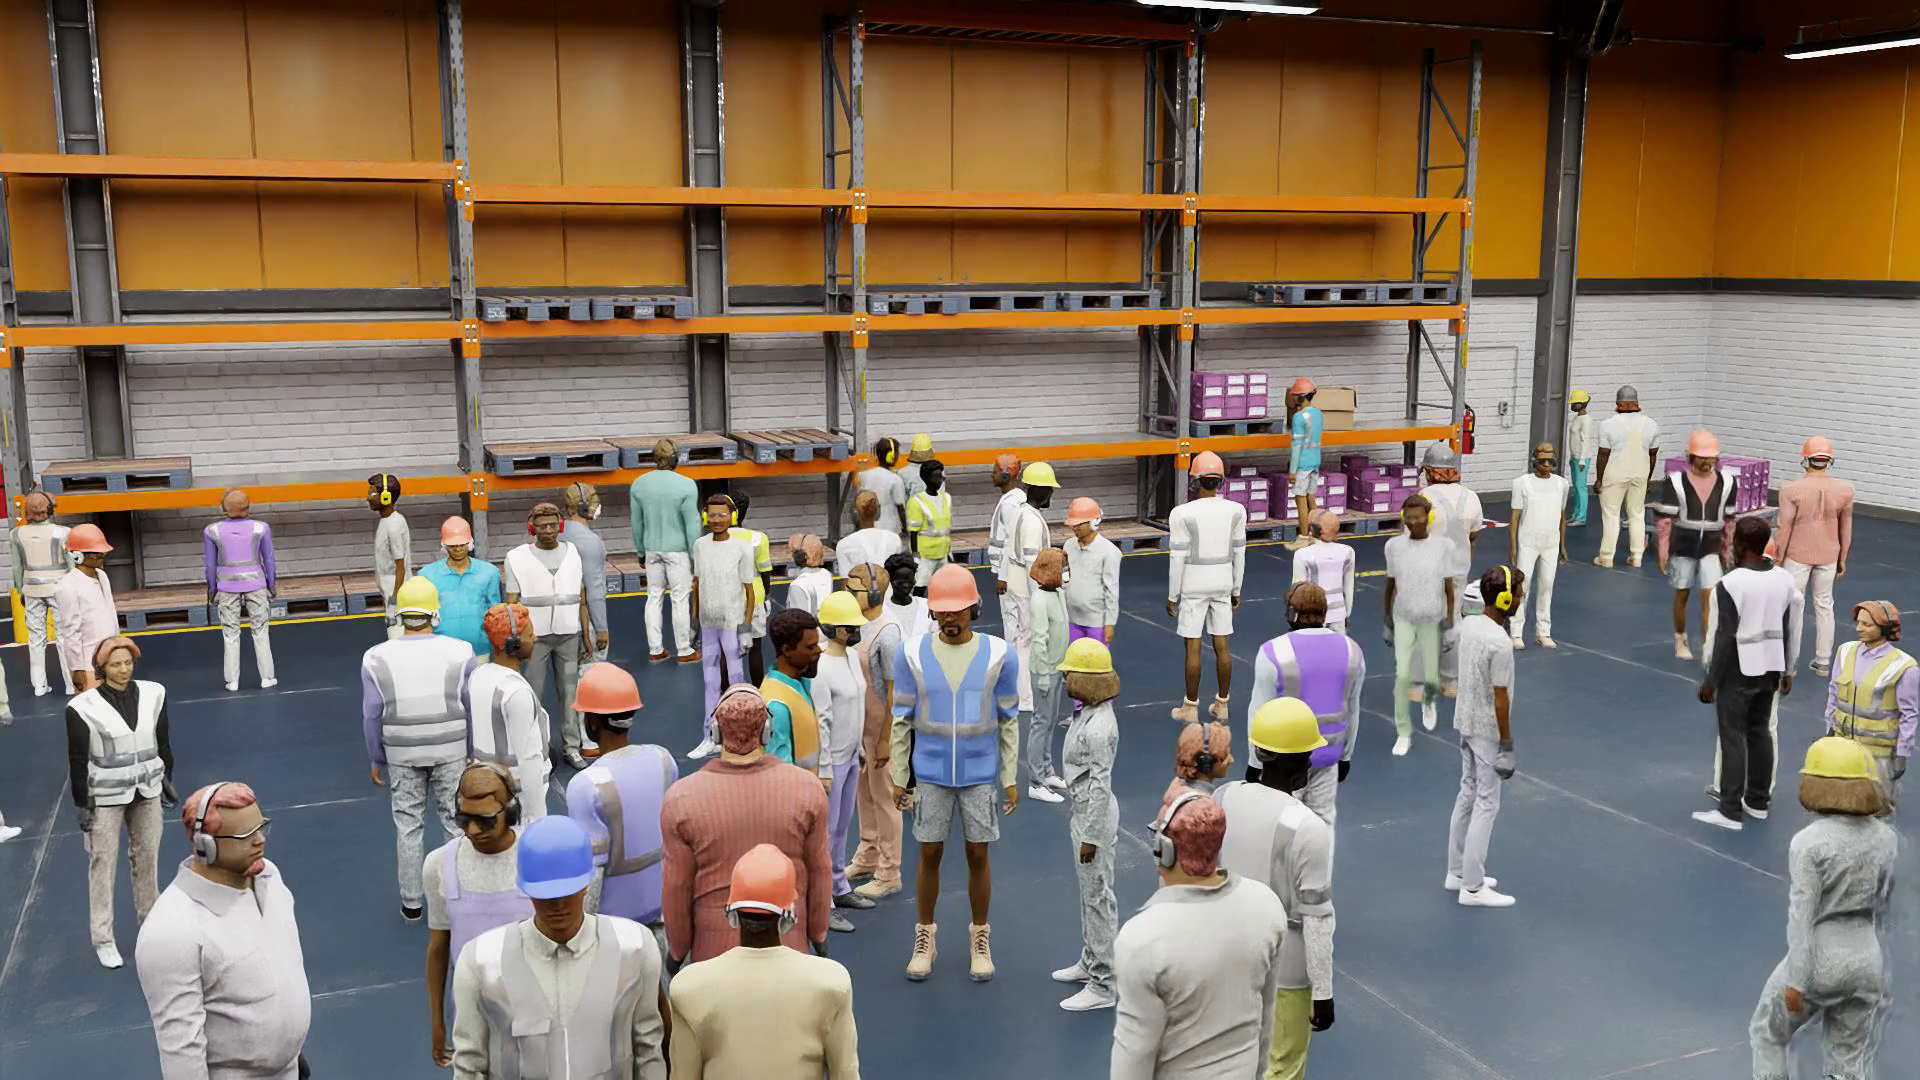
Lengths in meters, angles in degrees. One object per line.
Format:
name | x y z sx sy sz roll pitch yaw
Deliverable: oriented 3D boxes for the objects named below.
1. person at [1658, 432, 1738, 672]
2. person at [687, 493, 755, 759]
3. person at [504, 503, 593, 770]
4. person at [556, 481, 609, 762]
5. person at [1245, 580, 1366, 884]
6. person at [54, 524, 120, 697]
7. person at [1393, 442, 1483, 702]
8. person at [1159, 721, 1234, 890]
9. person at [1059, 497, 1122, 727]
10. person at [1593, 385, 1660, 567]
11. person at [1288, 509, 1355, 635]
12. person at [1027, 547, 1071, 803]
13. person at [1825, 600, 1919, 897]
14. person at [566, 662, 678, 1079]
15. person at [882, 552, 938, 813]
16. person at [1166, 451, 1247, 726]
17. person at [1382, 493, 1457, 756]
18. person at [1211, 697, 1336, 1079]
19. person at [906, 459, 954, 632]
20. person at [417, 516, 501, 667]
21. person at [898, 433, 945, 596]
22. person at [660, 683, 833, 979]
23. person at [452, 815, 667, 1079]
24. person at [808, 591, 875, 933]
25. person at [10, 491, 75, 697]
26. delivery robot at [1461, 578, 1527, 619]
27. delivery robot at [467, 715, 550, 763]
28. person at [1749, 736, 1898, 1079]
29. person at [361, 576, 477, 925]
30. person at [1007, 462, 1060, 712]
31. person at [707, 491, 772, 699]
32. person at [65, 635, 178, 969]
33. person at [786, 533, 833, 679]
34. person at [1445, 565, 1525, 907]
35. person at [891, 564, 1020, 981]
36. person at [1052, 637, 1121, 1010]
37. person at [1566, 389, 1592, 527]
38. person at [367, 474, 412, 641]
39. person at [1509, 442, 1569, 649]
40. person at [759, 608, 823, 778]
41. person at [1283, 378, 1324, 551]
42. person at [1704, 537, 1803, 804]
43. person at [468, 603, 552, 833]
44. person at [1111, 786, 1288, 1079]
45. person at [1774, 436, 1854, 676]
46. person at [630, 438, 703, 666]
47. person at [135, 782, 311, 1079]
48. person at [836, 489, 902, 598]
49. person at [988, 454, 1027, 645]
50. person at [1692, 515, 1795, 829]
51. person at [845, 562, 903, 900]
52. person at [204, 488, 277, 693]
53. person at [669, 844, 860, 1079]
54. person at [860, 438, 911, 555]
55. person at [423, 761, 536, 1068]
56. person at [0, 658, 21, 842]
person | 6.192 0.103 13.946 0.629 1.991 1.023 2 10 12
person | -1.647 0.603 11.429 0.513 1.873 0.328 5 11 24
person | -2.763 0.656 11.193 0.570 1.845 0.380 -6 11 -30
person | -2.604 0.558 11.496 0.372 1.940 0.628 -8 13 -39
person | 1.764 1.117 8.600 0.639 1.830 0.429 -4 11 -20
person | -5.648 0.757 10.874 0.336 1.749 0.575 -1 10 -5
person | 3.685 0.240 13.028 0.682 2.000 0.537 -4 11 -24
person | 0.961 1.532 6.742 0.307 1.639 0.525 -1 10 -7
person | 0.917 0.548 12.131 0.355 1.738 0.573 -8 13 -38
person | 7.380 -0.719 18.555 0.686 2.000 0.535 -1 10 -3
person | 2.650 0.585 12.196 0.523 1.640 0.306 -4 10 -20
person | 0.581 0.850 10.688 0.283 1.633 0.500 3 10 17
person | 4.940 1.129 9.061 0.308 1.639 0.523 -4 11 -21
person | -1.339 1.428 6.484 0.373 1.934 0.551 6 11 29
person | -0.362 0.906 10.186 0.537 1.695 0.321 -5 11 -25
person | 1.807 0.361 12.329 0.608 2.044 0.377 -3 10 -17
person | 3.240 0.565 11.716 0.528 1.846 0.627 4 11 21
person | 1.138 1.510 6.036 0.370 1.929 0.585 -6 12 -33
person | -0.257 0.129 14.661 0.320 1.695 0.537 9 13 41
person | -3.353 0.704 11.183 0.561 1.752 0.324 -4 11 -23
person | -0.366 -0.174 16.265 0.487 1.746 0.289 2 10 14
person | -0.801 1.478 6.279 0.640 1.910 0.407 -2 10 -13
person | -1.135 1.719 4.771 0.602 1.949 0.389 -4 10 -20
person | -0.621 1.134 8.671 0.313 1.769 0.523 3 10 17
person | -7.167 0.431 13.085 0.514 1.641 0.308 0 10 -3
delivery robot | 4.956 0.510 15.481 0.707 0.478 0.477 -7 12 -36
delivery robot | -3.110 1.280 11.047 0.707 0.478 0.477 -6 11 -30
person | 3.253 1.589 6.231 0.483 1.712 0.591 -2 10 -13
person | -2.790 1.097 8.689 0.592 1.834 0.404 -3 10 -14
person | 0.560 0.358 12.708 0.397 1.920 0.586 -1 10 -4
person | -1.691 0.471 12.689 0.531 1.697 0.320 0 10 -1
person | -4.134 1.272 8.239 0.314 1.640 0.516 7 12 34
person | -1.001 0.762 11.178 0.311 1.639 0.521 4 10 20
person | 2.830 1.047 8.928 0.341 1.857 0.521 -1 10 -7
person | -0.024 1.117 7.972 0.616 2.041 0.380 0 10 2
person | 0.588 1.308 7.737 0.295 1.744 0.489 0 10 -1
person | 7.896 -1.048 21.271 0.340 1.761 0.524 1 10 6
person | -4.252 0.431 12.425 0.329 1.872 0.509 -4 11 -23
person | 5.100 0.054 14.664 0.521 1.844 0.331 -1 10 -3
person | -0.794 1.247 7.580 0.373 1.916 0.596 0 10 -1
person | 4.018 -0.881 19.517 0.406 2.035 0.609 7 12 37
person | 5.017 0.810 10.570 0.560 1.752 0.324 2 10 10
person | -2.086 1.225 7.815 0.356 1.882 0.574 -8 13 -38
person | 0.684 1.684 5.094 0.636 1.911 0.404 -7 12 -34
person | 7.025 0.136 13.761 0.622 1.992 0.396 0 10 2
person | -2.480 0.106 14.096 0.629 1.940 0.377 4 10 19
person | -2.216 1.672 5.167 0.407 1.908 0.641 1 10 4
person | -0.652 0.558 11.761 0.504 1.847 0.344 -6 11 -30
person | 0.390 0.238 13.495 0.355 1.883 0.574 1 10 8
person | 4.812 0.804 10.164 0.594 1.918 0.399 -5 11 -27
person | -0.491 1.027 9.062 0.345 1.846 0.508 -5 11 -28
person | -5.724 0.401 13.265 0.522 1.637 0.306 -4 11 -21
person | -0.587 1.772 5.033 0.573 1.748 0.342 -1 10 -6
person | -0.687 -0.039 15.351 0.529 1.813 0.932 9 14 43
person | -1.549 1.624 5.663 0.519 1.836 0.343 0 10 0
person | -5.891 0.999 9.864 0.504 1.628 0.279 2 10 10
